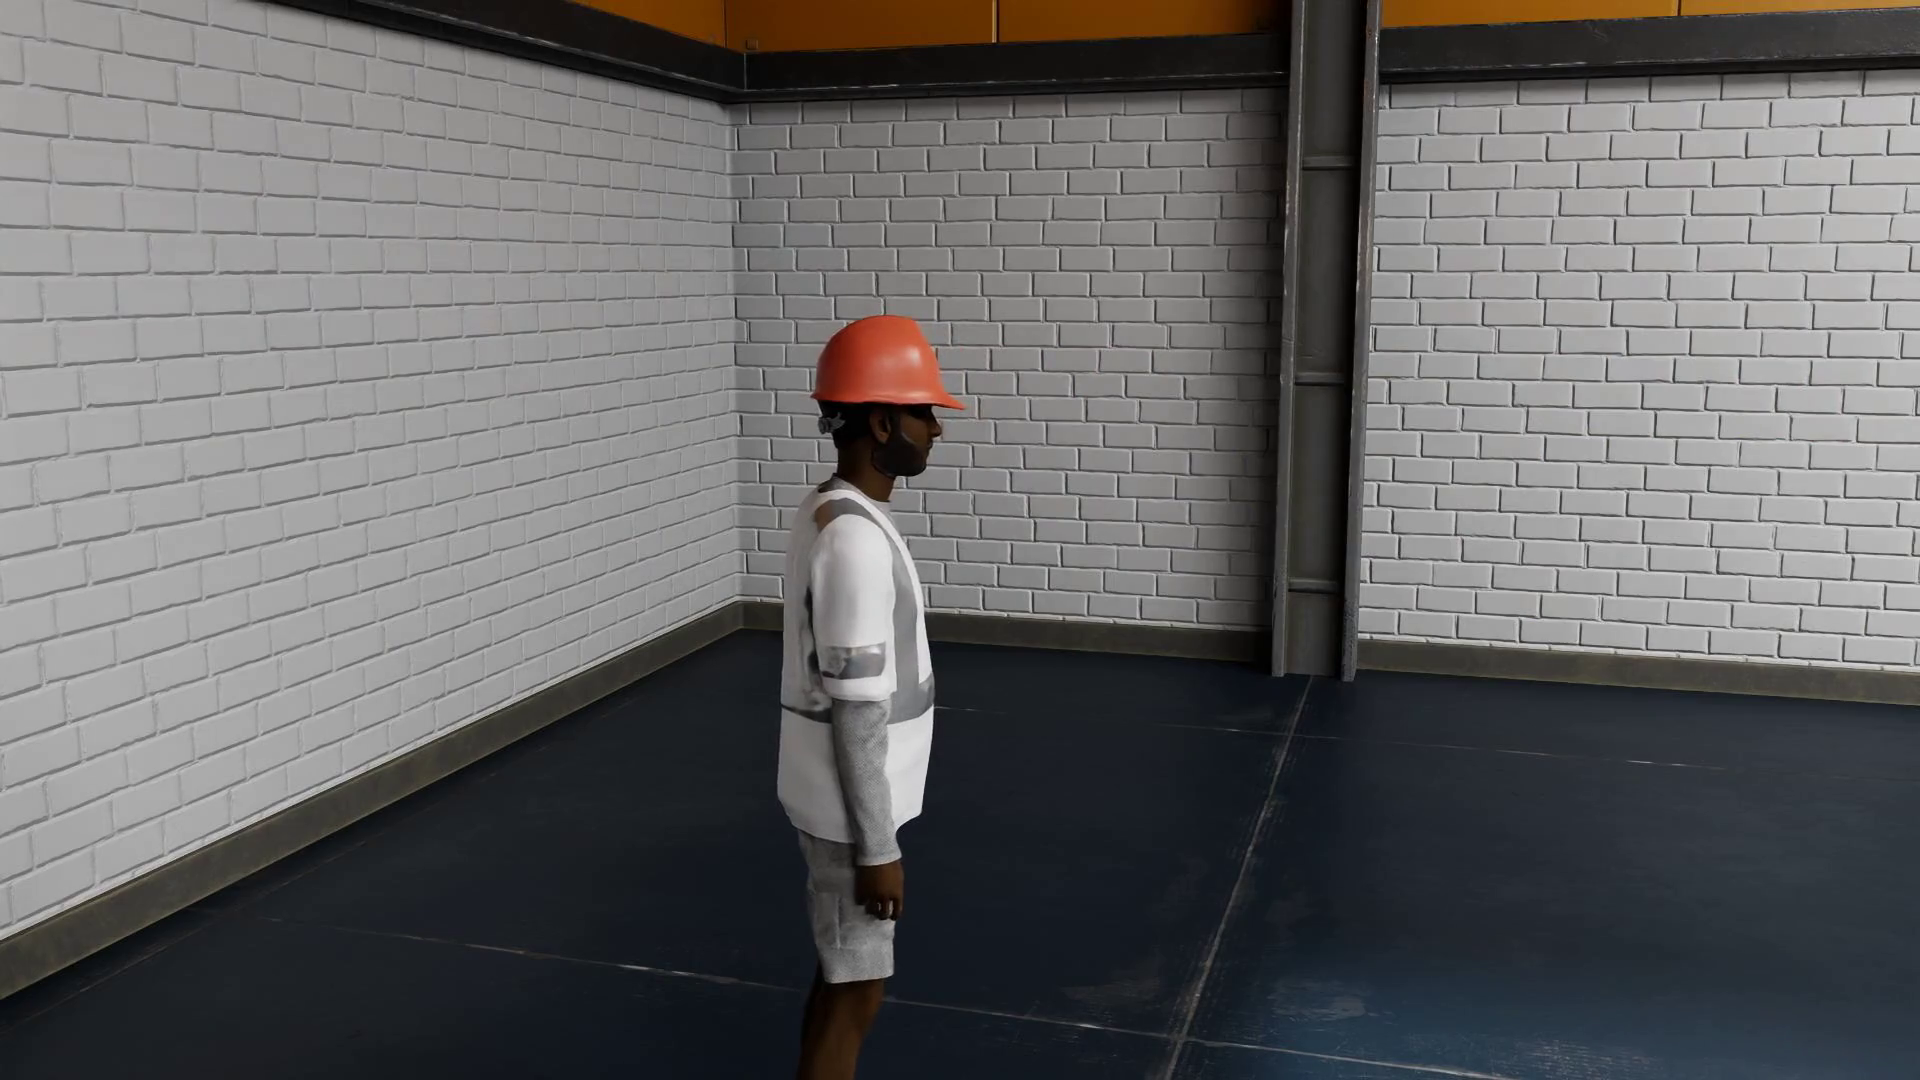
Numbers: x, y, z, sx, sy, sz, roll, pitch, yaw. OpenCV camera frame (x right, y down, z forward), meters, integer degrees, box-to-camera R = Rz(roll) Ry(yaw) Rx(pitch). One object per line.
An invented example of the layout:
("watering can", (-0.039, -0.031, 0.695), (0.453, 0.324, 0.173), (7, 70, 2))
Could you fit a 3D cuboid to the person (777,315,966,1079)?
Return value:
("person", (-0.181, 0.516, 3.388), (0.391, 1.931, 0.544), (-1, 9, -5))
